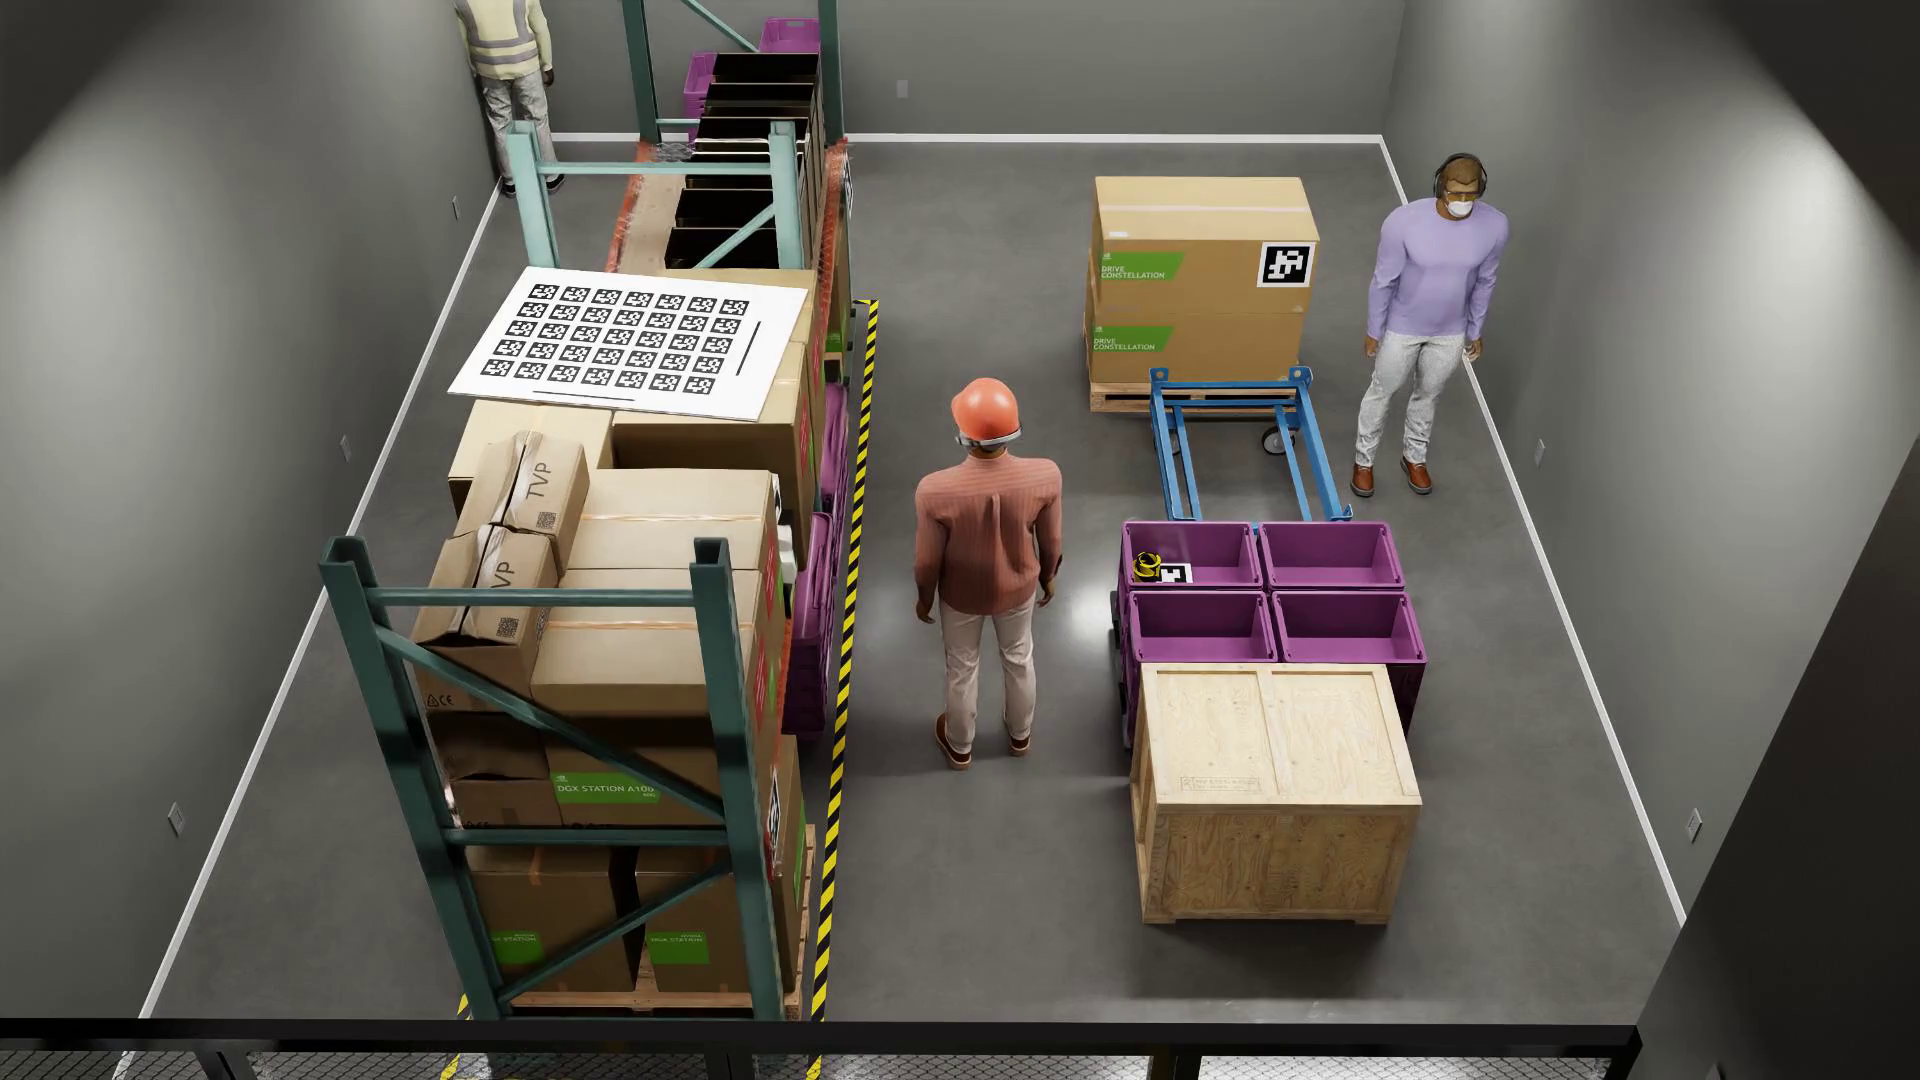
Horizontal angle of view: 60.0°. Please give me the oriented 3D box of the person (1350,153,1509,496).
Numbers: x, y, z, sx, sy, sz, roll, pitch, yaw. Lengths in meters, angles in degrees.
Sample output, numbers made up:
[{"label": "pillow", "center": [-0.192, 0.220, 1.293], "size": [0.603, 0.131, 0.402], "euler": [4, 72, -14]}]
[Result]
[{"label": "person", "center": [2.330, -1.061, 8.324], "size": [0.627, 1.940, 0.370], "euler": [-1, 41, -1]}]

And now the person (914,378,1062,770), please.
[{"label": "person", "center": [0.111, 0.171, 6.874], "size": [0.622, 1.996, 0.369], "euler": [-10, 42, -11]}]

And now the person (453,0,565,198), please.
[{"label": "person", "center": [-2.909, -3.075, 10.700], "size": [0.590, 1.833, 0.404], "euler": [-6, 42, -6]}]
